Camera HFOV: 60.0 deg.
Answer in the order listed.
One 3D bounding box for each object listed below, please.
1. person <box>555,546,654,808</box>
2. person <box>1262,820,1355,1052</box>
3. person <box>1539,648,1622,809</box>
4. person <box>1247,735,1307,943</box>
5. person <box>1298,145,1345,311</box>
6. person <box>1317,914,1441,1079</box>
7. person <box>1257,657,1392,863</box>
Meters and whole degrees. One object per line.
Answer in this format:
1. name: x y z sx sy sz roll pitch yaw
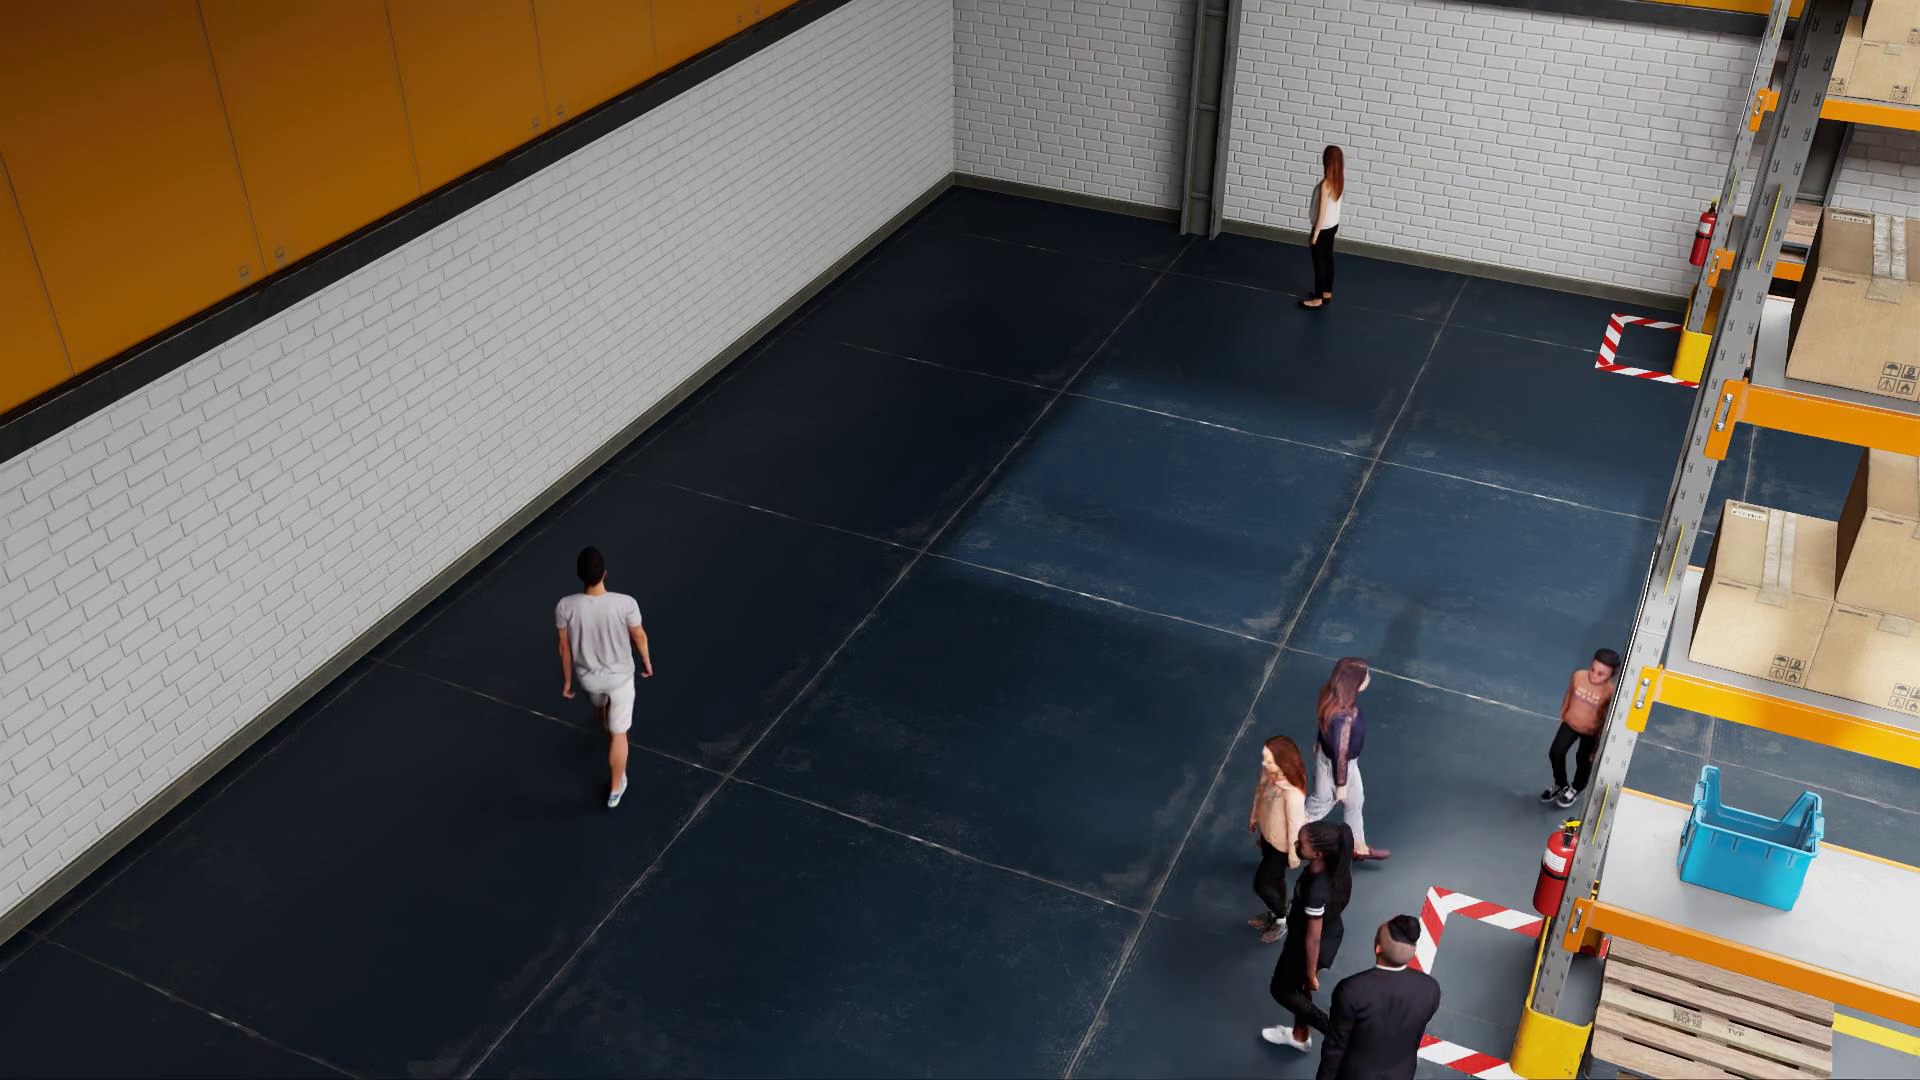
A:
1. person: -2.282 0.917 10.640 1.190 1.817 1.093 -1 34 -1
2. person: 1.955 2.177 8.839 0.778 1.713 0.608 14 36 20
3. person: 4.074 1.189 10.746 0.675 1.247 0.580 -23 40 -31
4. person: 1.922 1.725 9.736 0.697 1.473 0.663 -10 35 -15
5. person: 3.713 -3.170 16.876 0.562 1.721 0.625 22 40 30
6. person: 2.013 2.632 7.959 0.761 1.930 0.876 -2 34 -3
7. person: 2.220 1.397 10.146 1.153 1.565 0.854 5 34 7
